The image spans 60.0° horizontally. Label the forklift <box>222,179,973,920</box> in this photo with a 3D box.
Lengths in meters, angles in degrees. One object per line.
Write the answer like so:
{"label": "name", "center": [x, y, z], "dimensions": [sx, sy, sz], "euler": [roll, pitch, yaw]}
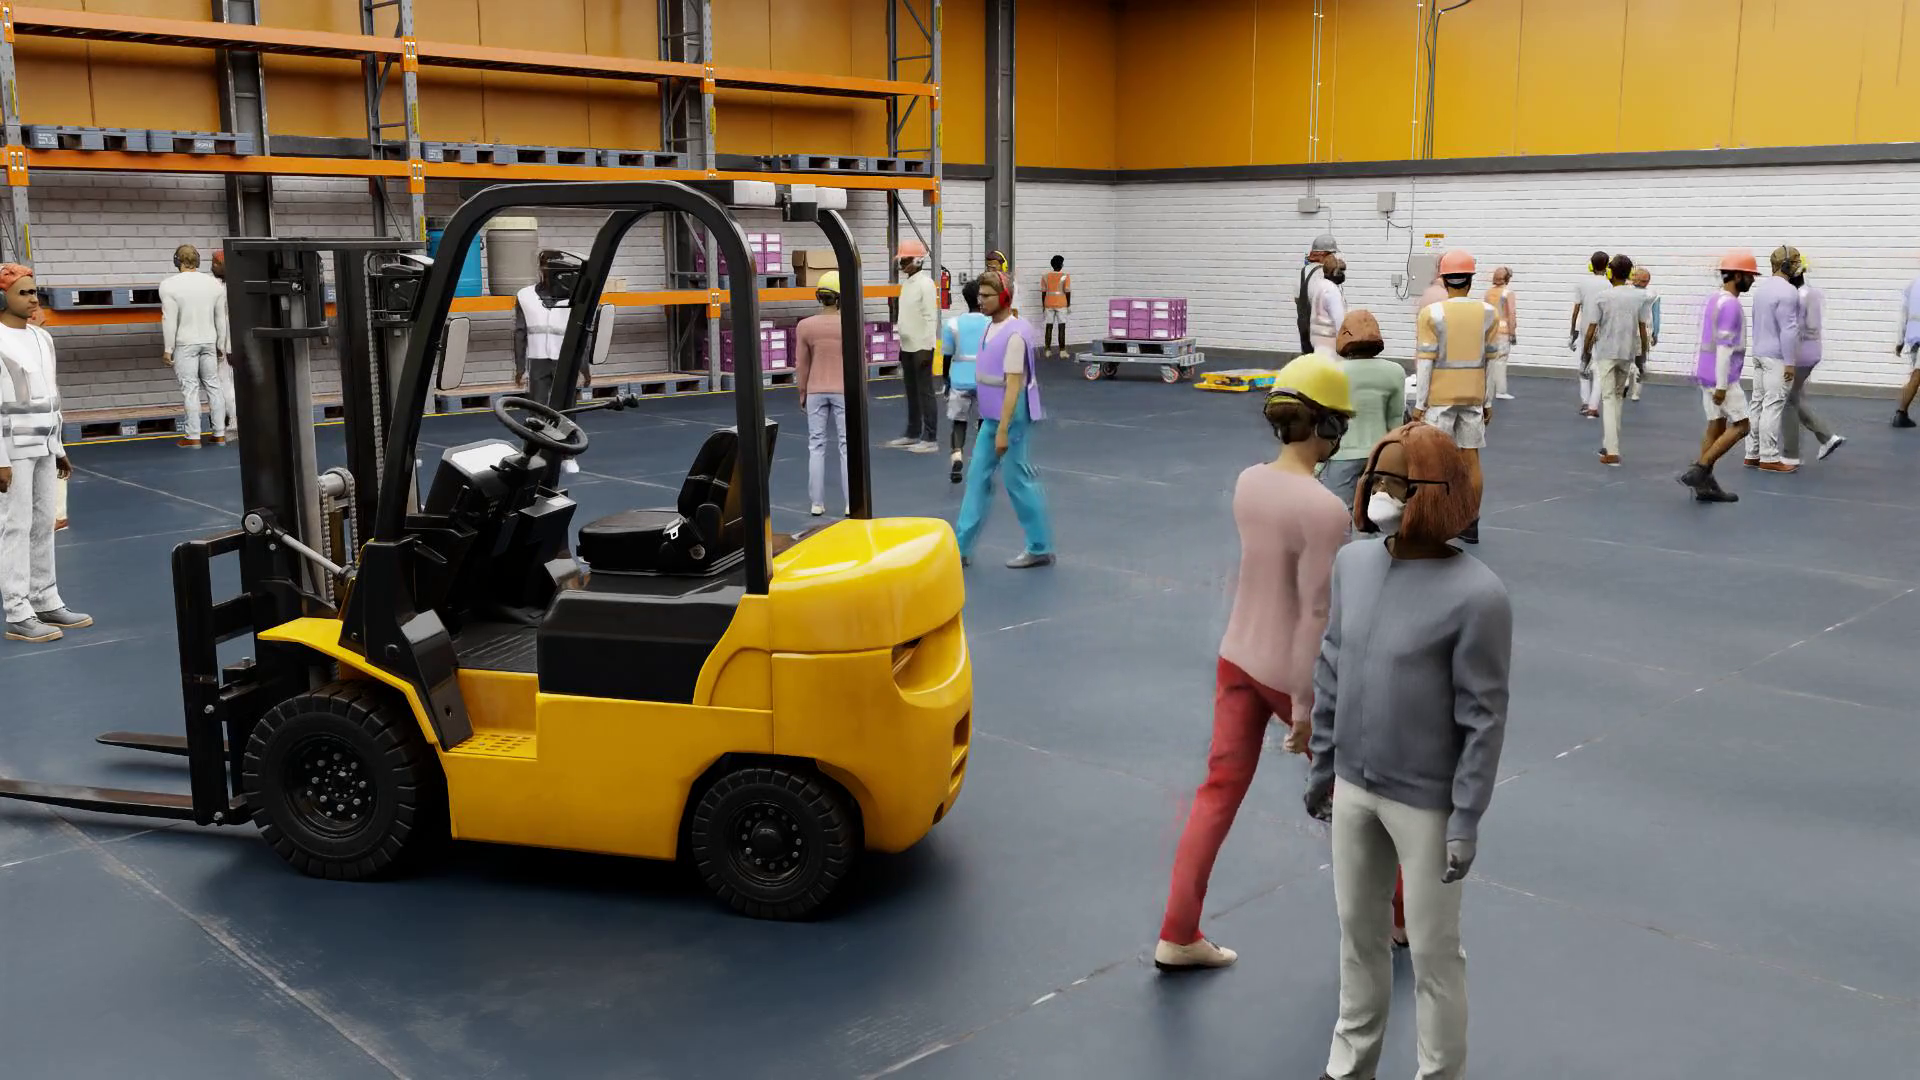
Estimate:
{"label": "forklift", "center": [-1.114, -0.058, 5.440], "dimensions": [2.313, 2.155, 1.214], "euler": [2, 11, 13]}

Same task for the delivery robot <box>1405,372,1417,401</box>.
{"label": "delivery robot", "center": [5.268, -1.731, 18.783], "dimensions": [0.707, 0.478, 0.477], "euler": [0, 10, -1]}

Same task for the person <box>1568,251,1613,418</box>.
{"label": "person", "center": [7.124, -2.296, 18.596], "dimensions": [0.574, 1.837, 0.710], "euler": [5, 11, 25]}

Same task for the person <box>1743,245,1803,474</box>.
{"label": "person", "center": [6.975, -1.542, 14.230], "dimensions": [0.372, 1.940, 0.630], "euler": [0, 10, 1]}

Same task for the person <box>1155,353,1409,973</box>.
{"label": "person", "center": [0.956, 0.348, 4.573], "dimensions": [0.964, 1.699, 0.522], "euler": [-5, 12, -27]}

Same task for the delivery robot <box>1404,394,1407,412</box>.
{"label": "delivery robot", "center": [4.308, -1.444, 17.214], "dimensions": [0.477, 0.478, 0.707], "euler": [-3, 11, -16]}

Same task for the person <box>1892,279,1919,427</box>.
{"label": "person", "center": [10.299, -2.138, 17.631], "dimensions": [1.002, 1.879, 0.572], "euler": [-4, 11, -19]}

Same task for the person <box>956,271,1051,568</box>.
{"label": "person", "center": [0.199, -0.705, 10.017], "dimensions": [0.803, 1.806, 0.589], "euler": [-3, 11, -18]}

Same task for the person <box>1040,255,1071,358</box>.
{"label": "person", "center": [1.589, -3.844, 27.442], "dimensions": [0.538, 1.695, 0.320], "euler": [5, 12, 27]}

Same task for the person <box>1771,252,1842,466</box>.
{"label": "person", "center": [7.353, -1.577, 14.533], "dimensions": [0.581, 1.892, 0.606], "euler": [7, 12, 32]}

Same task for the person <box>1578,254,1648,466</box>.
{"label": "person", "center": [5.787, -1.609, 14.835], "dimensions": [0.554, 1.846, 0.767], "euler": [0, 10, -2]}

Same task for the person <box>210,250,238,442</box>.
{"label": "person", "center": [-7.193, -1.903, 16.366], "dimensions": [0.419, 1.880, 0.602], "euler": [-3, 11, -13]}

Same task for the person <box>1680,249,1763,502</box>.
{"label": "person", "center": [5.791, -1.228, 12.570], "dimensions": [0.401, 1.920, 0.539], "euler": [2, 11, 9]}

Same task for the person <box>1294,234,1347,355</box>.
{"label": "person", "center": [3.951, -2.297, 18.070], "dimensions": [0.539, 2.000, 0.689], "euler": [-4, 11, -19]}

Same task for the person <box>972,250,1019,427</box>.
{"label": "person", "center": [0.375, -2.093, 17.442], "dimensions": [0.507, 1.865, 0.329], "euler": [7, 13, 34]}

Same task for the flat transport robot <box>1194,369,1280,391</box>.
{"label": "flat transport robot", "center": [3.777, -2.117, 21.918], "dimensions": [0.652, 0.197, 1.431], "euler": [10, 14, 44]}

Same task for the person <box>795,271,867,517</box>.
{"label": "person", "center": [-0.922, -1.045, 11.992], "dimensions": [0.526, 1.768, 0.330], "euler": [2, 11, 12]}

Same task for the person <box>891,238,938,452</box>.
{"label": "person", "center": [-0.425, -1.825, 15.618], "dimensions": [0.393, 1.992, 0.621], "euler": [-5, 12, -26]}

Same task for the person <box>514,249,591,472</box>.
{"label": "person", "center": [-3.467, -1.489, 14.109], "dimensions": [0.652, 1.907, 0.435], "euler": [-1, 10, -7]}

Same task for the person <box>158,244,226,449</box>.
{"label": "person", "center": [-7.297, -1.840, 15.855], "dimensions": [0.357, 1.938, 0.637], "euler": [7, 13, 34]}

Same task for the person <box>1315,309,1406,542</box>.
{"label": "person", "center": [2.130, -0.416, 8.923], "dimensions": [0.497, 1.633, 0.289], "euler": [-2, 11, -9]}

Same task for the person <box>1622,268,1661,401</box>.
{"label": "person", "center": [8.268, -2.504, 20.326], "dimensions": [0.534, 1.623, 0.370], "euler": [4, 11, 23]}

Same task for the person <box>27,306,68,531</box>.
{"label": "person", "center": [-6.322, -0.856, 11.341], "dimensions": [0.512, 1.628, 0.305], "euler": [7, 12, 32]}

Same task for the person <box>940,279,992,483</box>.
{"label": "person", "center": [0.107, -1.239, 13.269], "dimensions": [0.539, 1.679, 0.558], "euler": [1, 10, 7]}

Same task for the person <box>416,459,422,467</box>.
{"label": "person", "center": [-4.938, -1.492, 14.246], "dimensions": [0.563, 1.832, 0.561], "euler": [-7, 12, -32]}

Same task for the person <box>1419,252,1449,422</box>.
{"label": "person", "center": [3.783, -1.342, 13.312], "dimensions": [0.550, 1.905, 0.692], "euler": [2, 11, 8]}

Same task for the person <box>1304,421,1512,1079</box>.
{"label": "person", "center": [0.949, 0.555, 3.618], "dimensions": [0.286, 1.636, 0.499], "euler": [-7, 12, -32]}

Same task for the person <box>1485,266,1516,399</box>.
{"label": "person", "center": [6.674, -2.560, 20.596], "dimensions": [0.311, 1.638, 0.516], "euler": [-4, 11, -22]}

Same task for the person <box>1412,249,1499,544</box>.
{"label": "person", "center": [3.229, -0.930, 10.909], "dimensions": [0.547, 1.934, 0.376], "euler": [-1, 10, -6]}

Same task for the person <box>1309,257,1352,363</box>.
{"label": "person", "center": [3.884, -2.068, 17.514], "dimensions": [0.936, 1.798, 0.637], "euler": [1, 10, 7]}

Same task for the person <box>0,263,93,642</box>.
{"label": "person", "center": [-4.691, -0.438, 8.365], "dimensions": [0.356, 1.883, 0.574], "euler": [0, 10, 1]}
